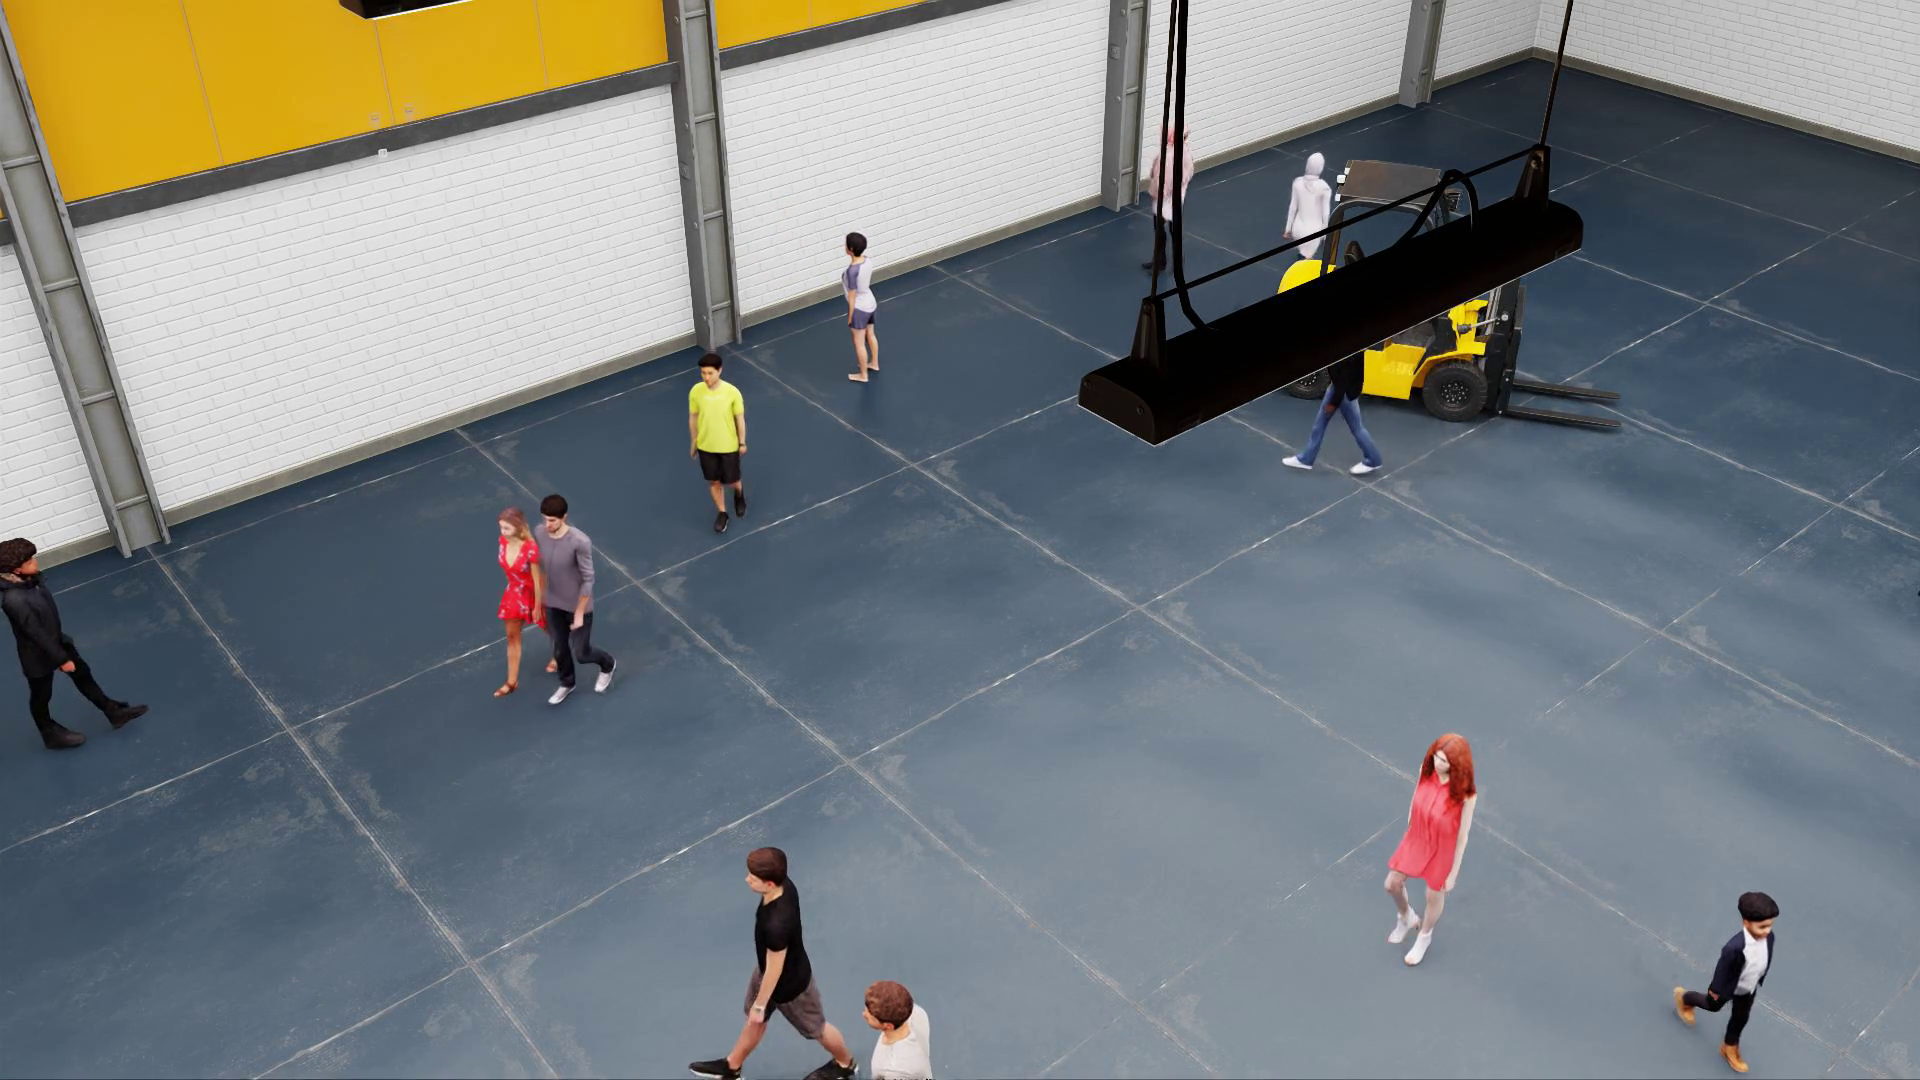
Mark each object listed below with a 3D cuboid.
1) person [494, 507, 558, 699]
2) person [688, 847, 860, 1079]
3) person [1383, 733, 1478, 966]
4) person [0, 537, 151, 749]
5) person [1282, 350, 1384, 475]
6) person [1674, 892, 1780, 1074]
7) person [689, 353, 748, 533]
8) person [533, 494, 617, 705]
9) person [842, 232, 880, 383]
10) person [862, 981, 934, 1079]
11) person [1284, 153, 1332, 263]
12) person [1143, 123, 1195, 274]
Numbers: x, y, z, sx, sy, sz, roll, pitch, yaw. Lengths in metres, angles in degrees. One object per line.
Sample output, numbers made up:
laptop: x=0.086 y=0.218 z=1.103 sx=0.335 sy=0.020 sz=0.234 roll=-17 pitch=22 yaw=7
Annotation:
person: x=-3.211 y=0.389 z=12.636 sx=0.798 sy=1.565 sz=1.026 roll=16 pitch=37 yaw=23
person: x=-0.888 y=2.442 z=9.329 sx=1.309 sy=1.805 sz=1.045 roll=-8 pitch=34 yaw=-11
person: x=2.946 y=1.869 z=10.183 sx=0.576 sy=1.816 sz=0.606 roll=-27 pitch=42 yaw=-34
person: x=-6.637 y=0.786 z=11.875 sx=1.074 sy=1.746 sz=0.913 roll=-5 pitch=34 yaw=-8
person: x=3.581 y=-1.326 z=15.086 sx=1.190 sy=1.709 sz=1.088 roll=1 pitch=34 yaw=2
person: x=4.518 y=2.520 z=9.750 sx=0.821 sy=1.211 sz=0.747 roll=-10 pitch=35 yaw=-15
person: x=-2.088 y=-0.885 z=14.435 sx=0.822 sy=1.695 sz=0.883 roll=4 pitch=34 yaw=6
person: x=-2.851 y=0.419 z=12.349 sx=0.849 sy=1.832 sz=0.911 roll=18 pitch=38 yaw=25
person: x=-0.995 y=-2.368 z=16.787 sx=0.715 sy=1.561 sz=0.610 roll=13 pitch=36 yaw=19
person: x=-0.202 y=2.923 z=8.546 sx=1.057 sy=1.872 sz=1.015 roll=7 pitch=34 yaw=10
person: x=3.710 y=-3.278 z=18.002 sx=0.707 sy=1.732 sz=1.166 roll=27 pitch=42 yaw=34
person: x=2.341 y=-3.890 z=18.874 sx=0.600 sy=1.786 sz=0.695 roll=-15 pitch=37 yaw=-22
